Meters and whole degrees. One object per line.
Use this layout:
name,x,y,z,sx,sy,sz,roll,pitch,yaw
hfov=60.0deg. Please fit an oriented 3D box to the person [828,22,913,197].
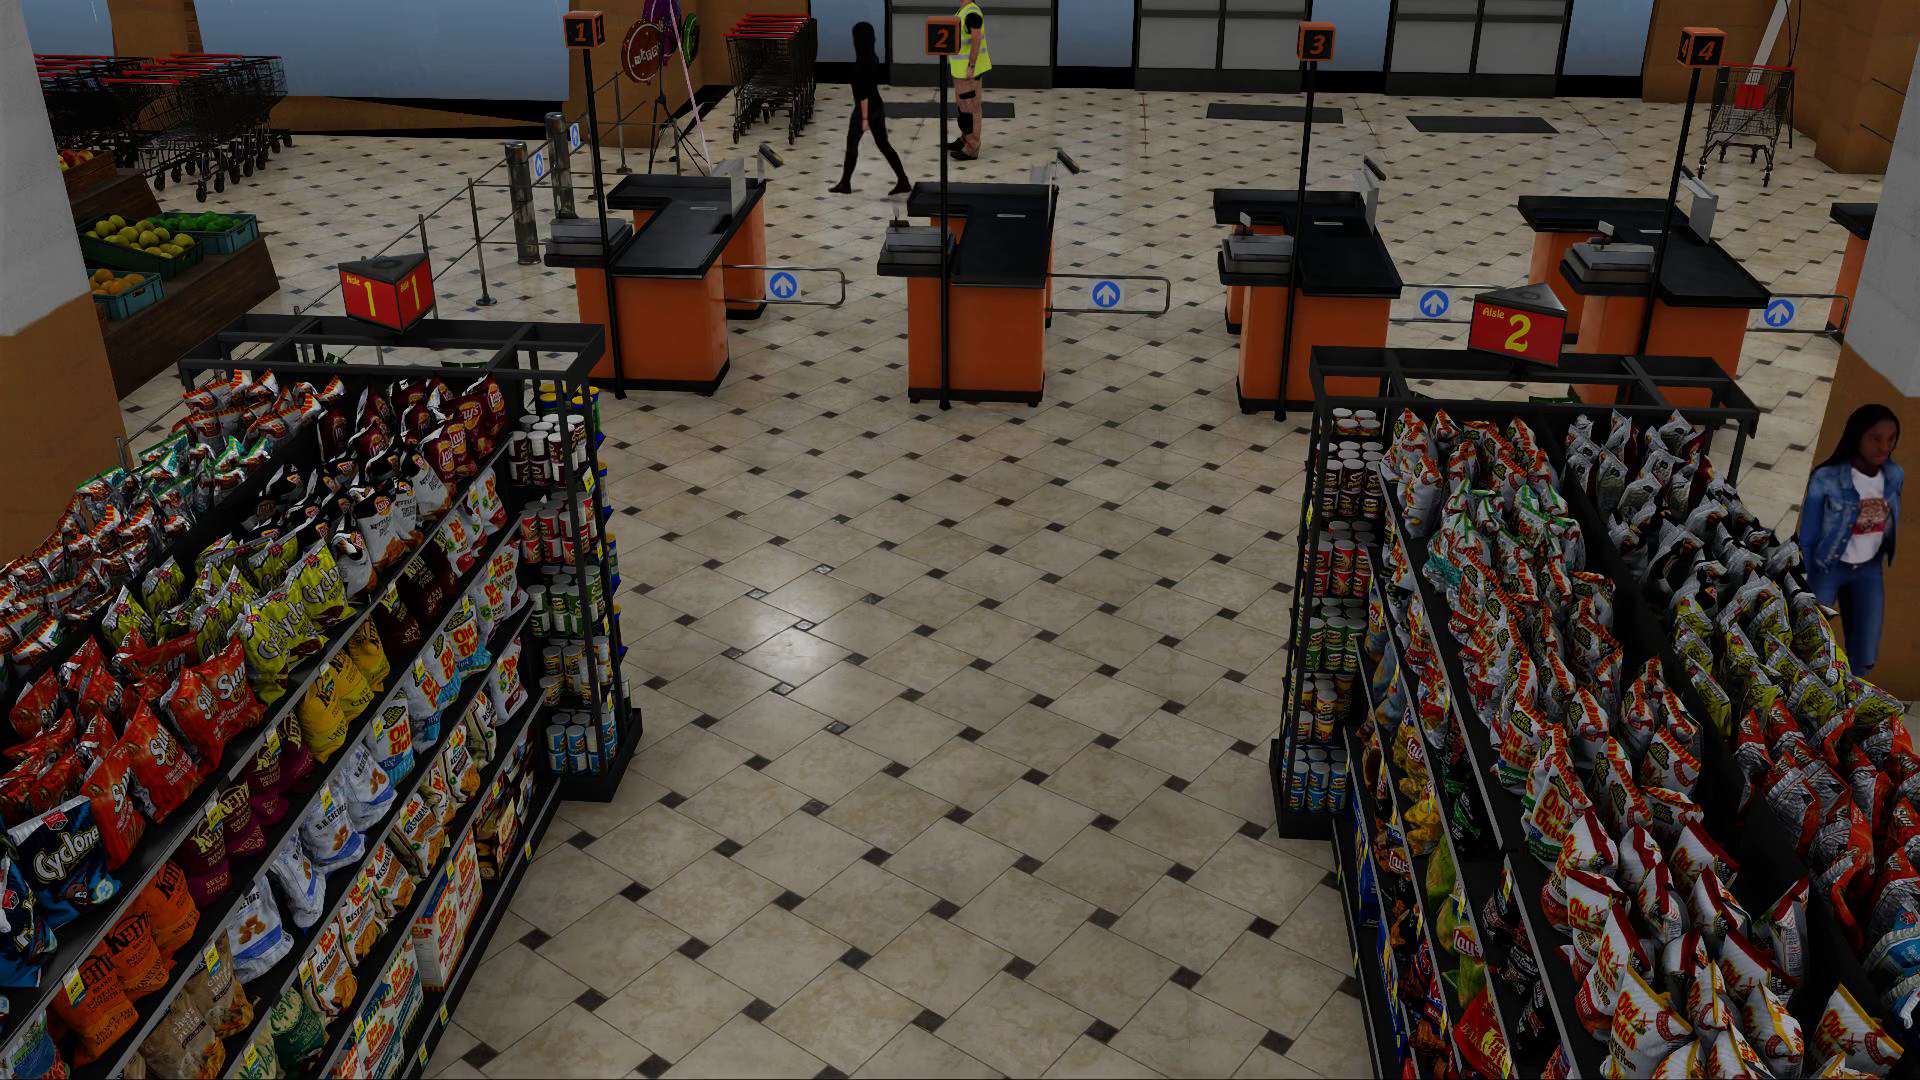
person,-0.771,-3.970,15.532,0.886,1.601,1.084,11,29,21

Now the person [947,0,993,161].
person,0.062,-4.839,16.974,0.832,1.847,0.736,-4,27,-8

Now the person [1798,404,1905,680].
person,3.749,0.164,7.269,0.705,1.702,0.705,-4,27,-8
